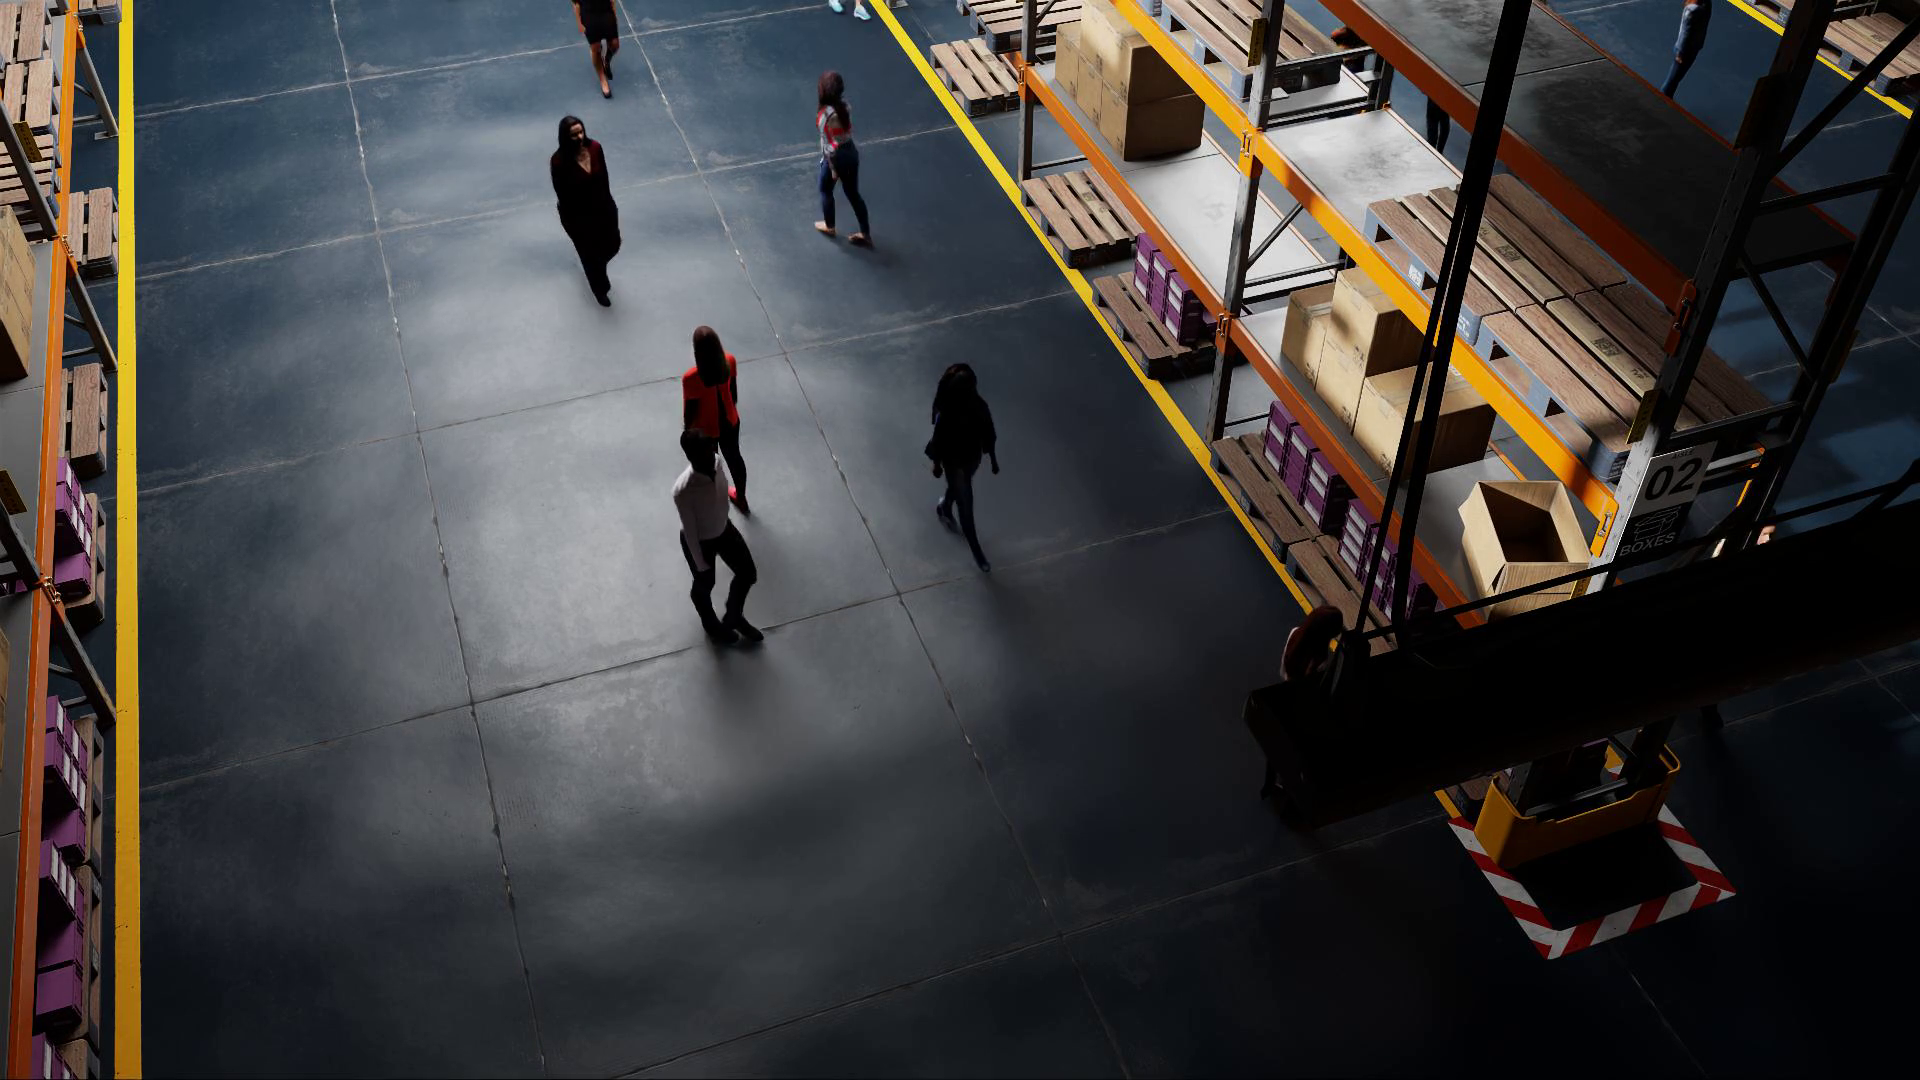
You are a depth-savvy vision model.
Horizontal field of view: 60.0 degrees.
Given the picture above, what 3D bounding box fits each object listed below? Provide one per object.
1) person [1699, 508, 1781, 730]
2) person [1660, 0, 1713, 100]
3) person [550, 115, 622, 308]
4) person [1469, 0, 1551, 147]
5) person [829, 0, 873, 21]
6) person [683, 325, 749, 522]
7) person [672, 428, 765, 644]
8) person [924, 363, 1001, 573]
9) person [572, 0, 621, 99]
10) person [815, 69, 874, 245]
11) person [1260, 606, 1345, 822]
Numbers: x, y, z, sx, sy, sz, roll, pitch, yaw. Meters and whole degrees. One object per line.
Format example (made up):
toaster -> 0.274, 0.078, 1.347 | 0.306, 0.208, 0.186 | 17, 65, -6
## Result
person -> 4.834, 0.349, 10.658 | 0.661, 1.652, 1.162 | -12, 45, -12
person -> 7.070, -4.795, 16.183 | 0.643, 1.478, 0.639 | 32, 52, 29
person -> -3.159, -2.767, 13.860 | 0.819, 1.747, 0.901 | -33, 53, -30
person -> 5.083, -4.216, 15.433 | 0.598, 1.675, 1.179 | -14, 45, -14
person -> -1.368, -6.462, 17.741 | 0.703, 1.743, 0.972 | -23, 48, -22
person -> -1.737, -0.803, 11.839 | 0.680, 1.691, 0.677 | 33, 53, 30
person -> -1.721, -0.048, 10.930 | 0.855, 1.852, 0.801 | 25, 49, 24
person -> -0.020, -0.596, 11.702 | 0.800, 1.579, 1.087 | -26, 49, -25
person -> -3.619, -5.210, 16.484 | 0.600, 1.665, 0.656 | -19, 47, -19
person -> -0.987, -3.289, 14.532 | 0.956, 1.575, 0.857 | 21, 47, 20
person -> 2.036, 1.030, 9.866 | 0.684, 1.759, 0.474 | -20, 47, -20
